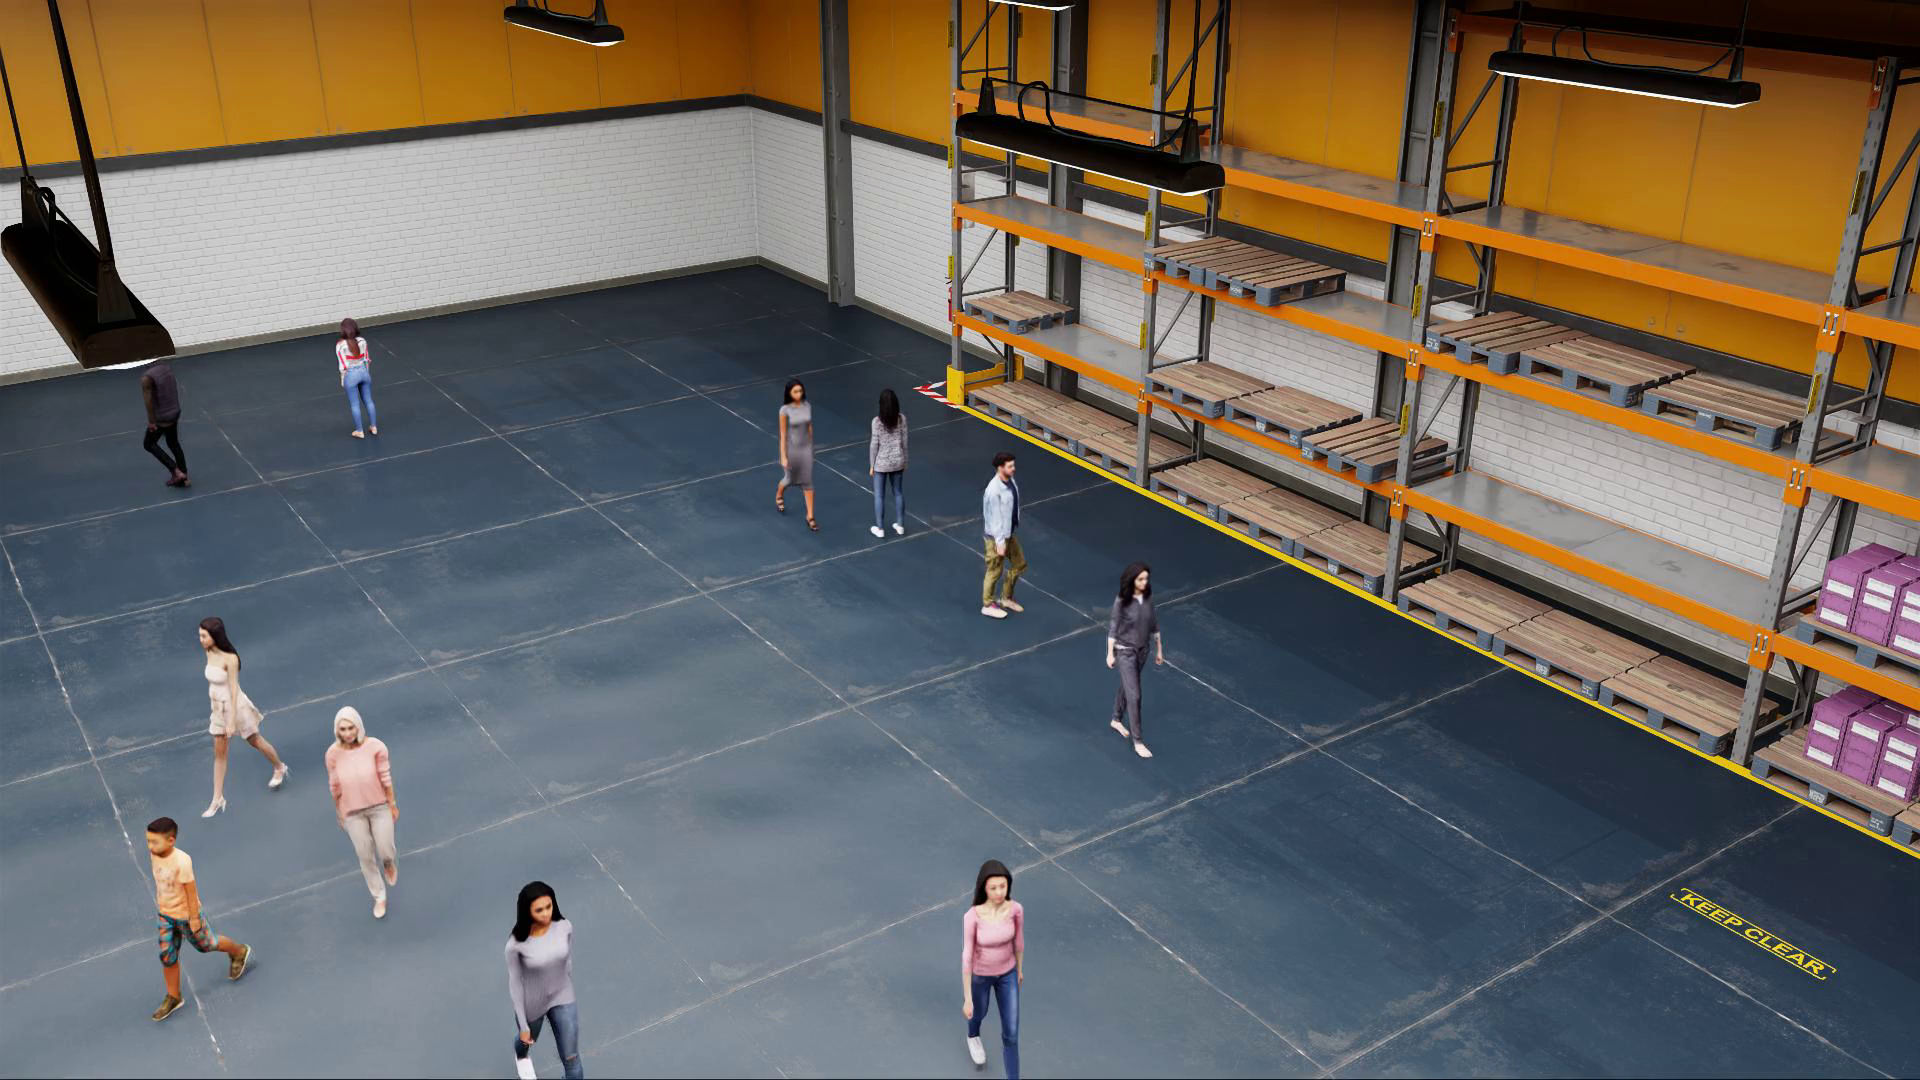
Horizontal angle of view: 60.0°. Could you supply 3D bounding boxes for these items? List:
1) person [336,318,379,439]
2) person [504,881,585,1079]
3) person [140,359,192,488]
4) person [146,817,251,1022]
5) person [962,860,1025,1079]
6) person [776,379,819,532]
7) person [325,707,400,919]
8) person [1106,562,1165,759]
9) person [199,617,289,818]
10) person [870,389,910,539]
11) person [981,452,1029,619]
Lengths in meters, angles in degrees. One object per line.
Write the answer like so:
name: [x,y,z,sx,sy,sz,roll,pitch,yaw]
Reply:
person: [-7.959,-2.154,21.942,0.575,1.614,0.625,21,31,40]
person: [-2.643,2.860,10.376,0.617,1.691,1.188,-15,28,-31]
person: [-9.571,-1.481,20.140,0.893,1.824,0.835,4,24,10]
person: [-5.301,2.525,11.460,0.993,1.437,0.928,9,25,20]
person: [0.173,2.756,10.611,0.871,1.694,1.219,-6,24,-14]
person: [-1.923,-1.003,19.139,0.599,1.749,1.063,-14,27,-30]
person: [-4.417,1.960,12.399,0.755,1.719,0.849,-5,24,-12]
person: [1.455,0.964,14.655,0.640,1.738,0.928,-14,27,-30]
person: [-5.891,1.413,13.692,1.054,1.686,0.906,15,28,30]
person: [-0.807,-0.877,18.875,0.651,1.731,0.579,-11,26,-23]
person: [0.338,-0.057,16.916,0.823,1.797,0.802,13,27,27]
